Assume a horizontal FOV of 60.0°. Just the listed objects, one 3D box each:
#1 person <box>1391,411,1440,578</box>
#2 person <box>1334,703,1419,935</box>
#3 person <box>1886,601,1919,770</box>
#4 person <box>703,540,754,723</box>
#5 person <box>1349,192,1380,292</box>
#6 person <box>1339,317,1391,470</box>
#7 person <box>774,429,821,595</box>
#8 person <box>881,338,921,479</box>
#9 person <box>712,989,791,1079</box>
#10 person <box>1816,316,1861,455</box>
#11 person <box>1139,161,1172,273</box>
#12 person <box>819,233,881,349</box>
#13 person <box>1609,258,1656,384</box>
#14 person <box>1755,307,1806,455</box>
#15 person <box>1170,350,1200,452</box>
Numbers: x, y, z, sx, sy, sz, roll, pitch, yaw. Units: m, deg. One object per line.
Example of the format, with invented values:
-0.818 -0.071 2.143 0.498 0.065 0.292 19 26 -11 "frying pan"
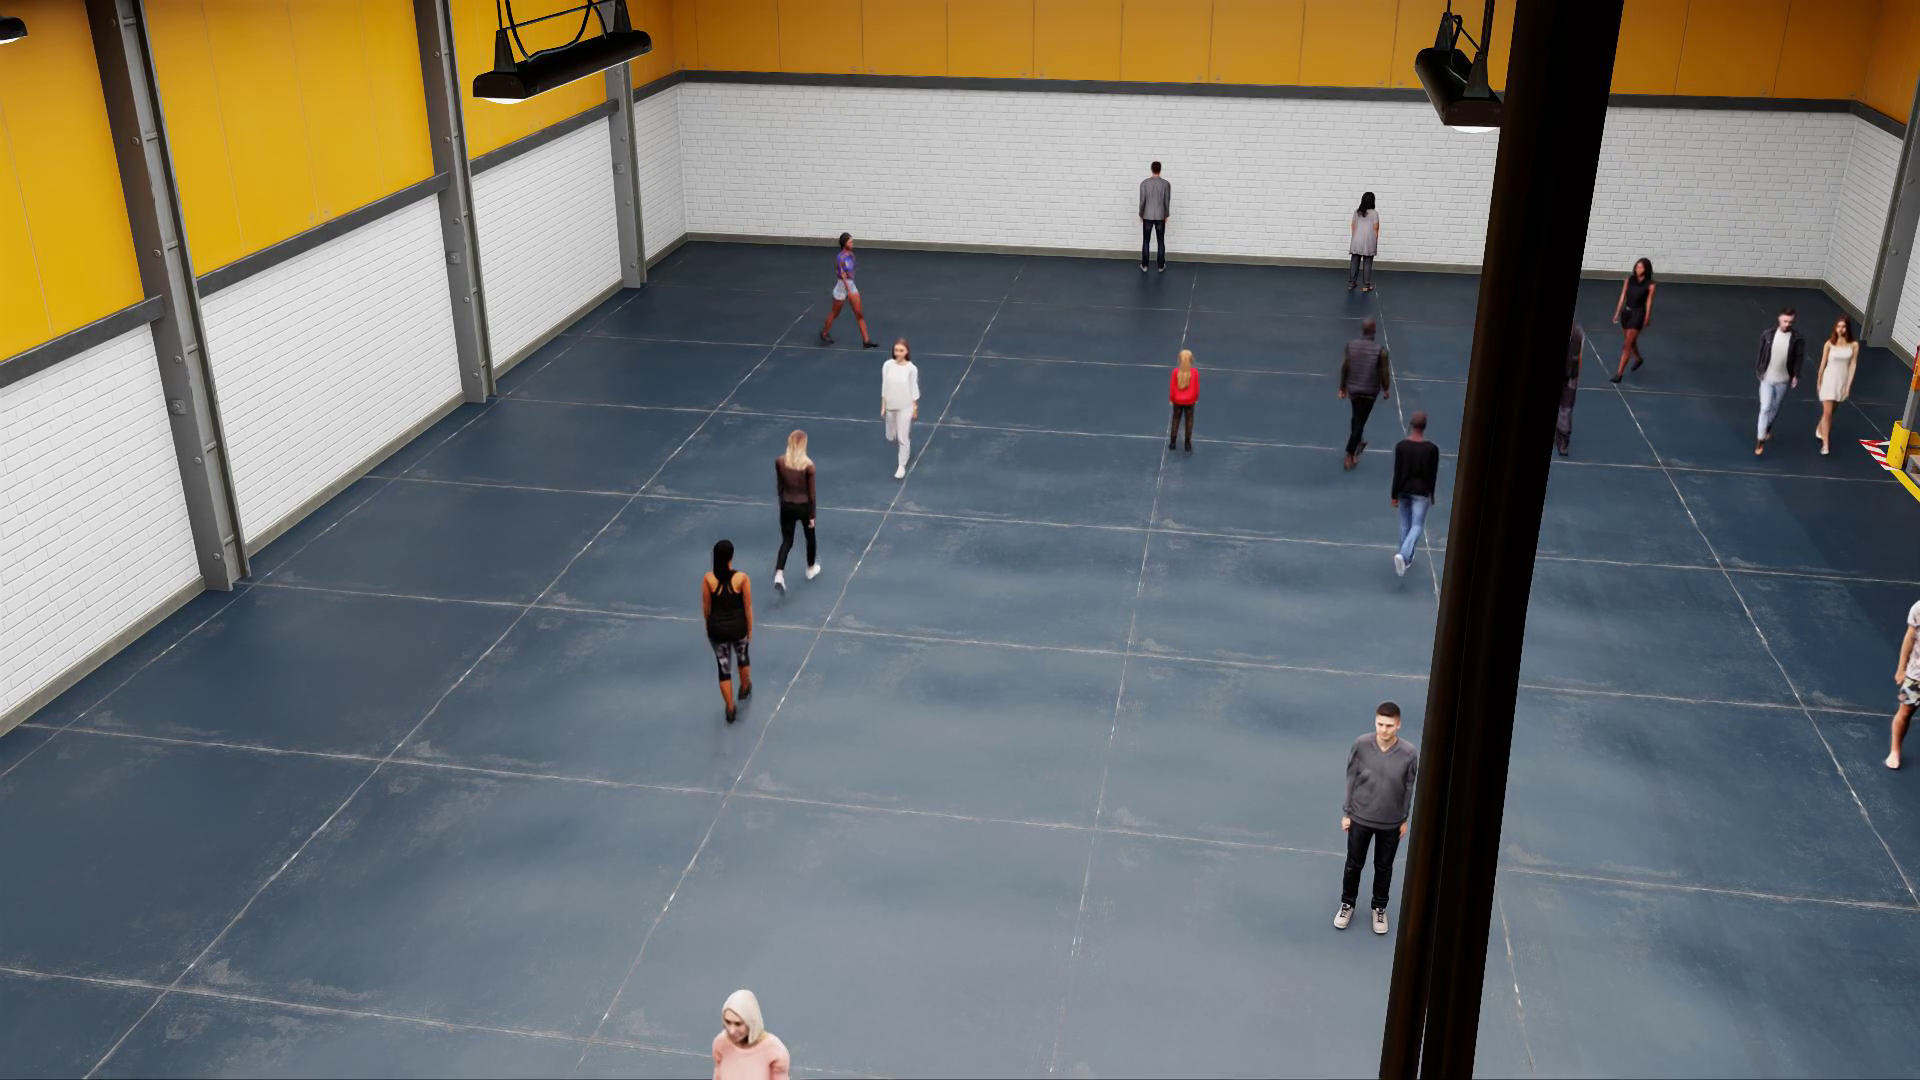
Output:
4.622 -0.445 16.985 0.802 1.733 1.076 12 26 25 "person"
2.894 1.915 11.551 0.634 1.760 0.543 6 24 14 "person"
7.907 1.028 13.516 0.707 1.810 0.629 8 25 17 "person"
-2.000 0.793 14.262 0.708 1.644 0.897 -2 24 -5 "person"
6.659 -4.935 27.407 0.746 1.611 0.787 17 29 33 "person"
4.757 -1.725 19.829 0.995 1.799 1.174 18 29 35 "person"
-1.676 -0.255 16.631 0.662 1.667 1.107 6 24 14 "person"
-0.698 -1.595 19.687 0.687 1.674 0.896 8 25 17 "person"
-1.065 3.083 8.943 0.617 1.709 0.880 6 24 13 "person"
10.785 -1.940 20.498 0.671 1.658 1.206 8 25 18 "person"
3.327 -5.539 28.461 0.696 1.873 0.620 2 24 4 "person"
-1.753 -3.607 24.269 0.991 1.691 1.229 14 27 28 "person"
9.340 -3.040 22.962 1.191 1.700 1.119 -16 28 -32 "person"
10.045 -2.007 20.471 0.880 1.803 1.236 10 26 22 "person"
2.766 -1.719 20.462 0.493 1.281 0.508 4 24 9 "person"
